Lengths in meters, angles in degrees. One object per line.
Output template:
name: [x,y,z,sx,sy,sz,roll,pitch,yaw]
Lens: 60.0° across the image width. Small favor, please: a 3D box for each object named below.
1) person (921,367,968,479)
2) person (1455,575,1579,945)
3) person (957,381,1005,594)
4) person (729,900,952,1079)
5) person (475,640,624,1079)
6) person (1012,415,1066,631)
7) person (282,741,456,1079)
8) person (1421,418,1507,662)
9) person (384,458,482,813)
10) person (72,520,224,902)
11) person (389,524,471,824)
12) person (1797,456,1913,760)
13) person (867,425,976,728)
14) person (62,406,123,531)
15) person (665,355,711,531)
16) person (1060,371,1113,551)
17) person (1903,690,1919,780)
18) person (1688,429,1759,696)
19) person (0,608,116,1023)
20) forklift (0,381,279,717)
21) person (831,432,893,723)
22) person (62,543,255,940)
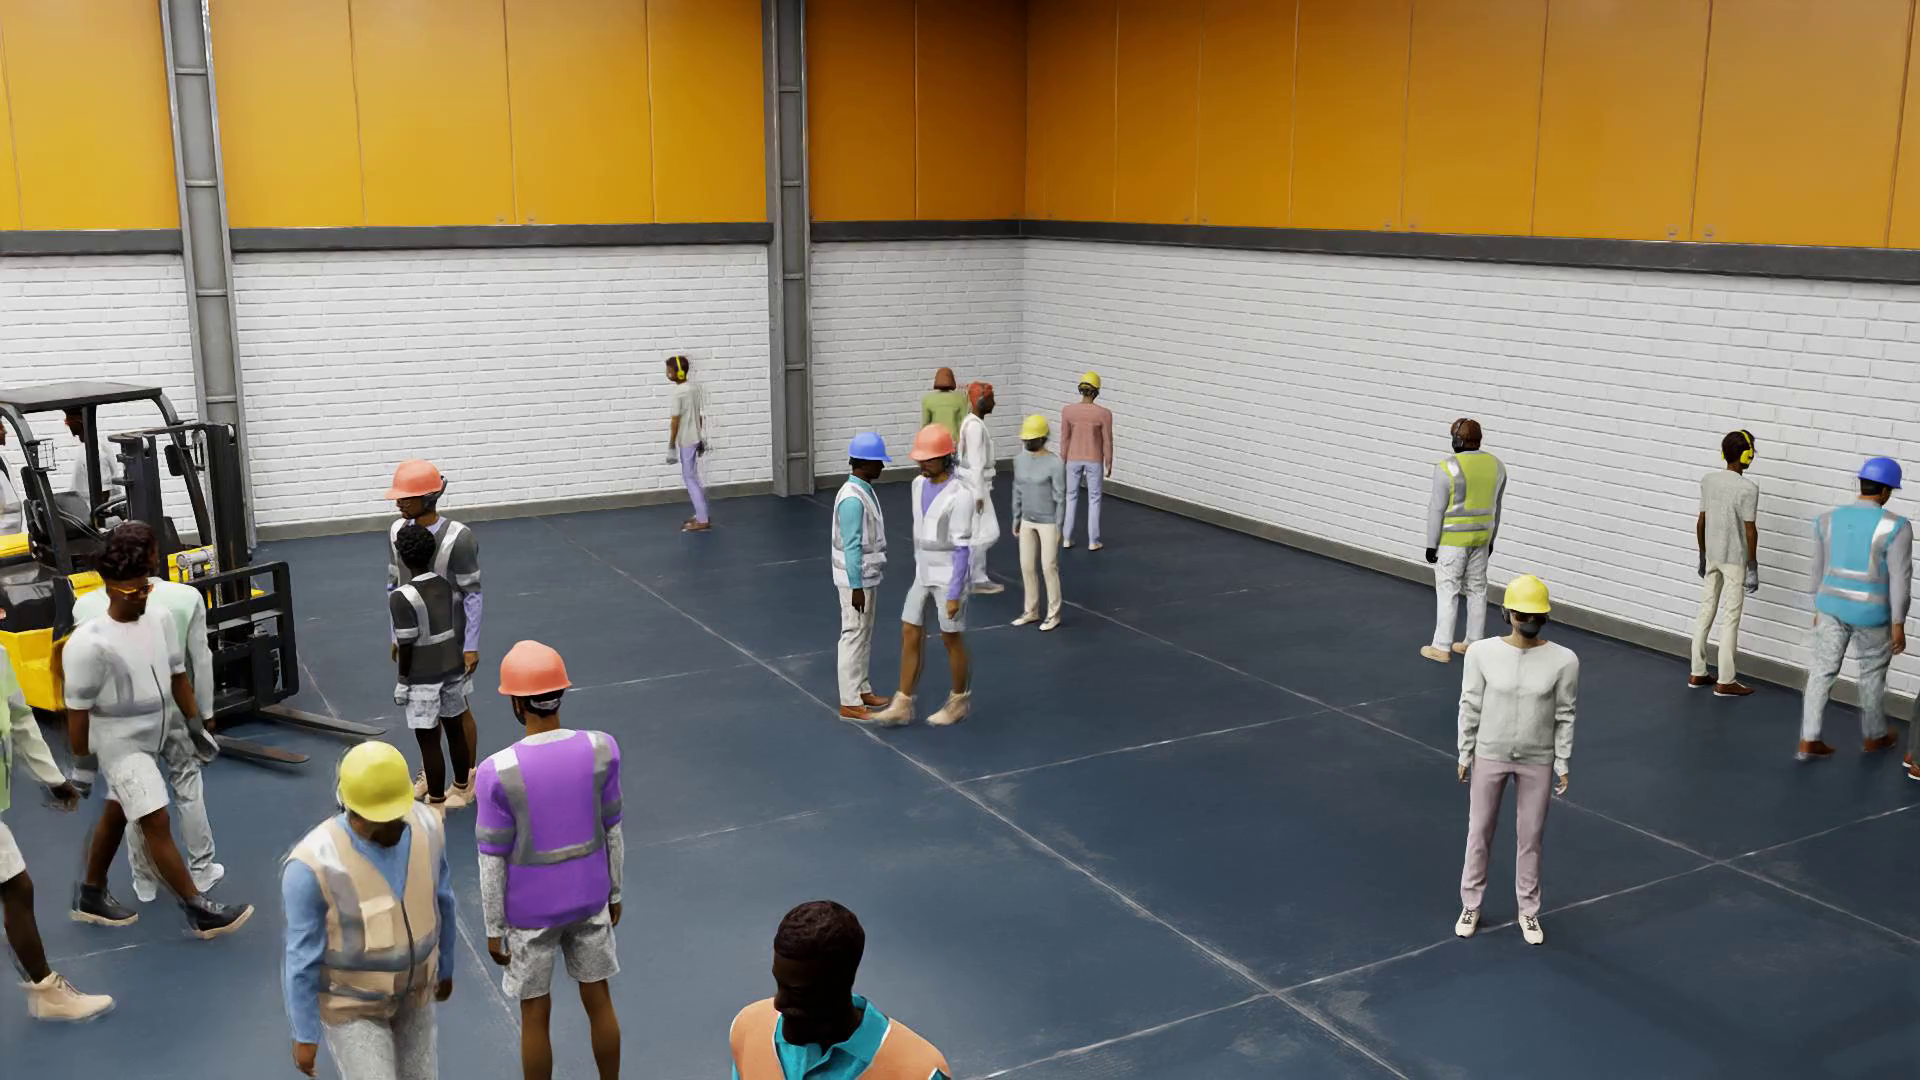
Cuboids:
person: [-0.154,-1.049,17.846,0.522,1.618,0.425,1,12,5]
person: [2.600,1.024,7.802,0.525,1.772,0.306,3,12,14]
person: [0.148,-0.434,14.381,0.445,1.873,0.611,0,12,-2]
person: [-0.295,1.752,4.042,0.595,1.915,0.371,6,13,26]
person: [-1.497,1.310,6.096,0.547,1.929,0.387,-8,14,-32]
person: [0.610,-0.138,13.298,0.534,1.750,0.385,11,16,43]
person: [-1.999,1.481,5.602,0.635,1.797,0.635,9,15,36]
person: [3.750,0.002,12.447,0.626,1.836,0.430,-5,13,-21]
person: [-2.993,0.543,9.414,0.615,2.039,0.387,5,13,24]
person: [-4.012,0.855,8.250,0.590,1.917,0.396,-4,13,-18]
person: [-2.962,0.744,9.276,0.322,1.699,0.536,4,13,19]
person: [5.576,0.432,10.304,0.684,1.925,0.638,-8,14,-33]
person: [-0.240,0.270,10.734,0.794,2.020,0.643,-9,15,-38]
person: [-6.671,-0.159,12.887,0.370,1.963,0.608,-6,13,-26]
person: [-2.788,-0.982,17.055,0.407,1.836,0.562,3,12,13]
person: [1.240,-0.766,16.239,0.531,1.754,0.342,4,13,19]
person: [5.915,0.522,9.922,0.312,1.869,0.538,6,13,24]
person: [5.375,0.157,11.627,0.328,1.872,0.511,-5,13,-23]
person: [-4.229,1.086,7.016,1.078,1.988,0.628,0,12,-2]
forklift: [-5.853,0.085,11.199,2.313,2.155,1.214,7,14,28]
person: [-0.649,0.244,11.066,0.416,1.939,0.605,1,12,5]
person: [-3.831,0.942,7.842,1.008,1.904,0.607,2,12,9]
